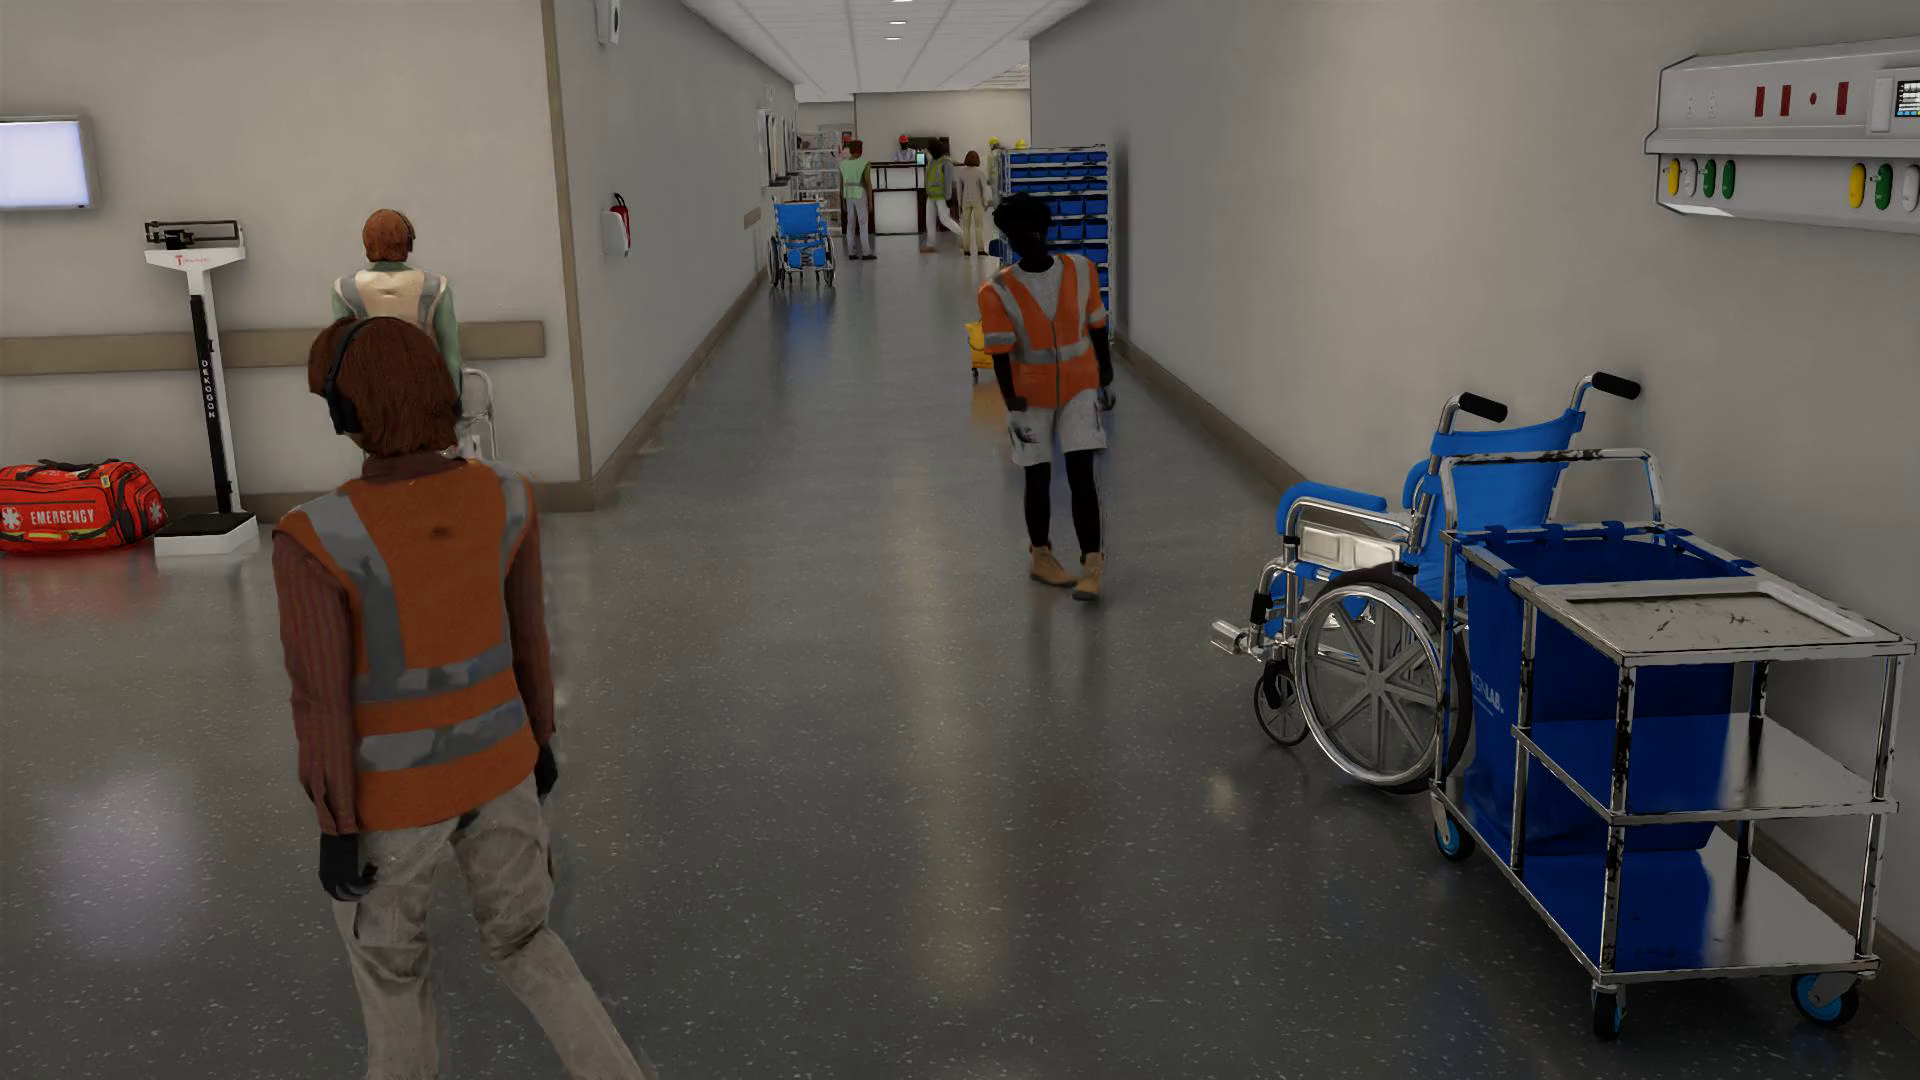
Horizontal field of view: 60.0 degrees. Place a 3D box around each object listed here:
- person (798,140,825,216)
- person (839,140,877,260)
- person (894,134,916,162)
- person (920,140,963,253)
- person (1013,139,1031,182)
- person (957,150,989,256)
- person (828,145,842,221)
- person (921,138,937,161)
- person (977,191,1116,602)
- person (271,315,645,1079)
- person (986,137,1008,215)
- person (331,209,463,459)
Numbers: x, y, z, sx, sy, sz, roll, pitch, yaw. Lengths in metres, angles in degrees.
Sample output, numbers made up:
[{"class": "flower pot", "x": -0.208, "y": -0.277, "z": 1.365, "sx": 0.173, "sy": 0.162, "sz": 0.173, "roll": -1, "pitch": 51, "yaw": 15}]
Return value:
[{"class": "person", "x": -3.573, "y": -8.649, "z": 39.925, "sx": 0.589, "sy": 1.865, "sz": 0.540, "roll": 8, "pitch": 17, "yaw": 36}, {"class": "person", "x": -1.618, "y": -5.300, "z": 25.964, "sx": 0.564, "sy": 1.847, "sz": 0.395, "roll": 6, "pitch": 16, "yaw": 30}, {"class": "person", "x": -1.343, "y": -8.934, "z": 40.700, "sx": 0.545, "sy": 1.931, "sz": 0.381, "roll": 0, "pitch": 14, "yaw": 5}, {"class": "person", "x": -0.279, "y": -5.613, "z": 27.166, "sx": 0.793, "sy": 1.815, "sz": 0.630, "roll": -10, "pitch": 16, "yaw": -32}, {"class": "person", "x": 1.101, "y": -6.246, "z": 29.699, "sx": 0.533, "sy": 1.768, "sz": 0.311, "roll": -6, "pitch": 14, "yaw": -19}, {"class": "person", "x": 0.203, "y": -5.267, "z": 26.057, "sx": 0.507, "sy": 1.631, "sz": 0.266, "roll": 4, "pitch": 15, "yaw": 22}, {"class": "person", "x": -2.847, "y": -8.223, "z": 38.329, "sx": 0.337, "sy": 1.743, "sz": 0.562, "roll": -5, "pitch": 14, "yaw": -12}, {"class": "person", "x": -0.613, "y": -8.207, "z": 37.831, "sx": 0.630, "sy": 1.835, "sz": 0.429, "roll": -11, "pitch": 16, "yaw": -32}, {"class": "person", "x": 0.372, "y": -0.558, "z": 6.649, "sx": 0.585, "sy": 1.647, "sz": 0.675, "roll": -4, "pitch": 14, "yaw": -8}, {"class": "person", "x": -0.855, "y": 0.422, "z": 2.846, "sx": 0.730, "sy": 1.612, "sz": 0.525, "roll": 9, "pitch": 17, "yaw": 37}, {"class": "person", "x": 0.874, "y": -8.537, "z": 39.047, "sx": 0.641, "sy": 1.805, "sz": 0.430, "roll": -10, "pitch": 16, "yaw": -31}, {"class": "person", "x": -2.406, "y": -0.596, "z": 7.183, "sx": 0.520, "sy": 1.632, "sz": 0.316, "roll": -5, "pitch": 14, "yaw": -14}]
